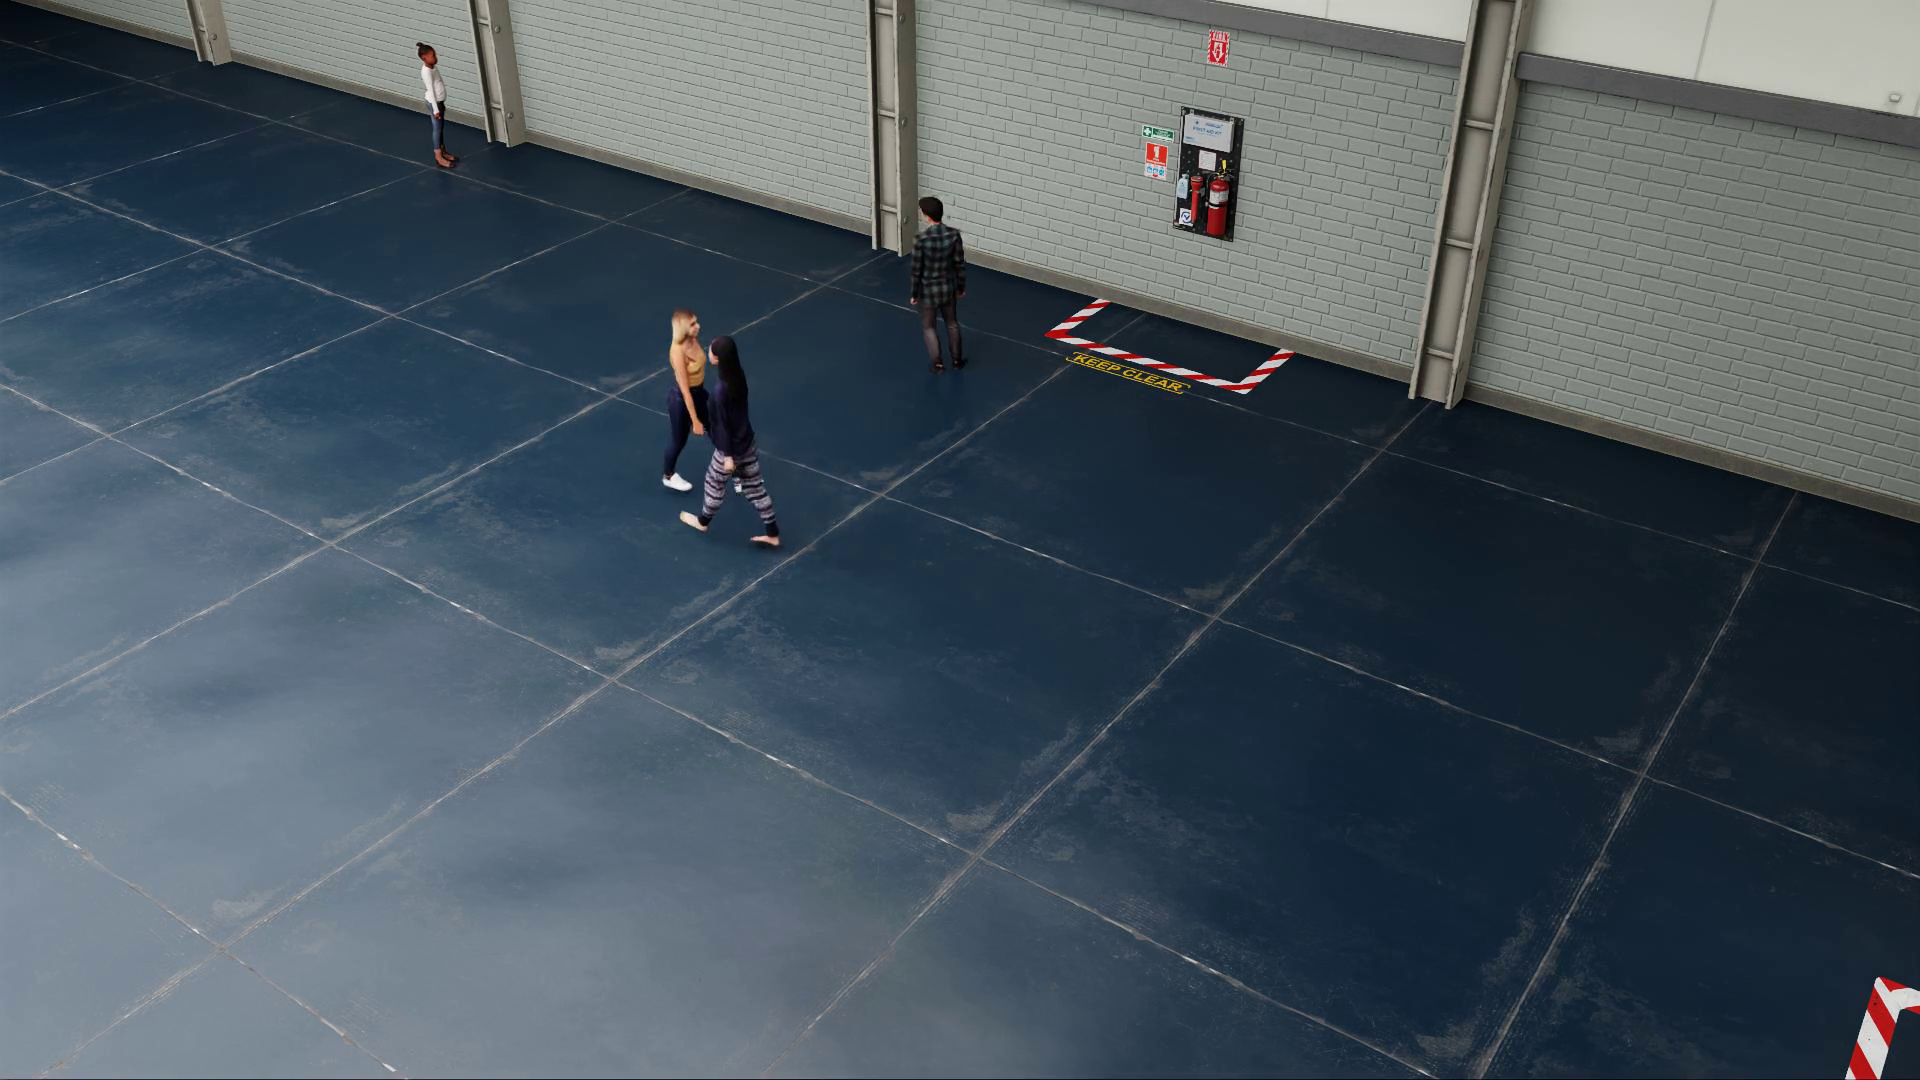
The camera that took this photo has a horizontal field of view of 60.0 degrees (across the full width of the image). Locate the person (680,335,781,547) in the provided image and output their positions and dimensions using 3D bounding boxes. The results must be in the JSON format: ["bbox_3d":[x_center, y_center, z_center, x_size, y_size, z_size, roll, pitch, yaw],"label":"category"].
[{"bbox_3d":[-1.582,-0.683,12.264,1.127,1.681,0.782,12,34,18],"label":"person"}]

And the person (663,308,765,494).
[{"bbox_3d":[-2.183,-1.046,12.928,1.154,1.587,0.817,9,33,14],"label":"person"}]

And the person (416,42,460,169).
[{"bbox_3d":[-6.150,-5.124,19.517,0.647,1.453,0.599,-3,32,-5],"label":"person"}]

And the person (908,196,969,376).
[{"bbox_3d":[-0.181,-2.248,14.847,0.832,1.697,0.775,-7,33,-11],"label":"person"}]
